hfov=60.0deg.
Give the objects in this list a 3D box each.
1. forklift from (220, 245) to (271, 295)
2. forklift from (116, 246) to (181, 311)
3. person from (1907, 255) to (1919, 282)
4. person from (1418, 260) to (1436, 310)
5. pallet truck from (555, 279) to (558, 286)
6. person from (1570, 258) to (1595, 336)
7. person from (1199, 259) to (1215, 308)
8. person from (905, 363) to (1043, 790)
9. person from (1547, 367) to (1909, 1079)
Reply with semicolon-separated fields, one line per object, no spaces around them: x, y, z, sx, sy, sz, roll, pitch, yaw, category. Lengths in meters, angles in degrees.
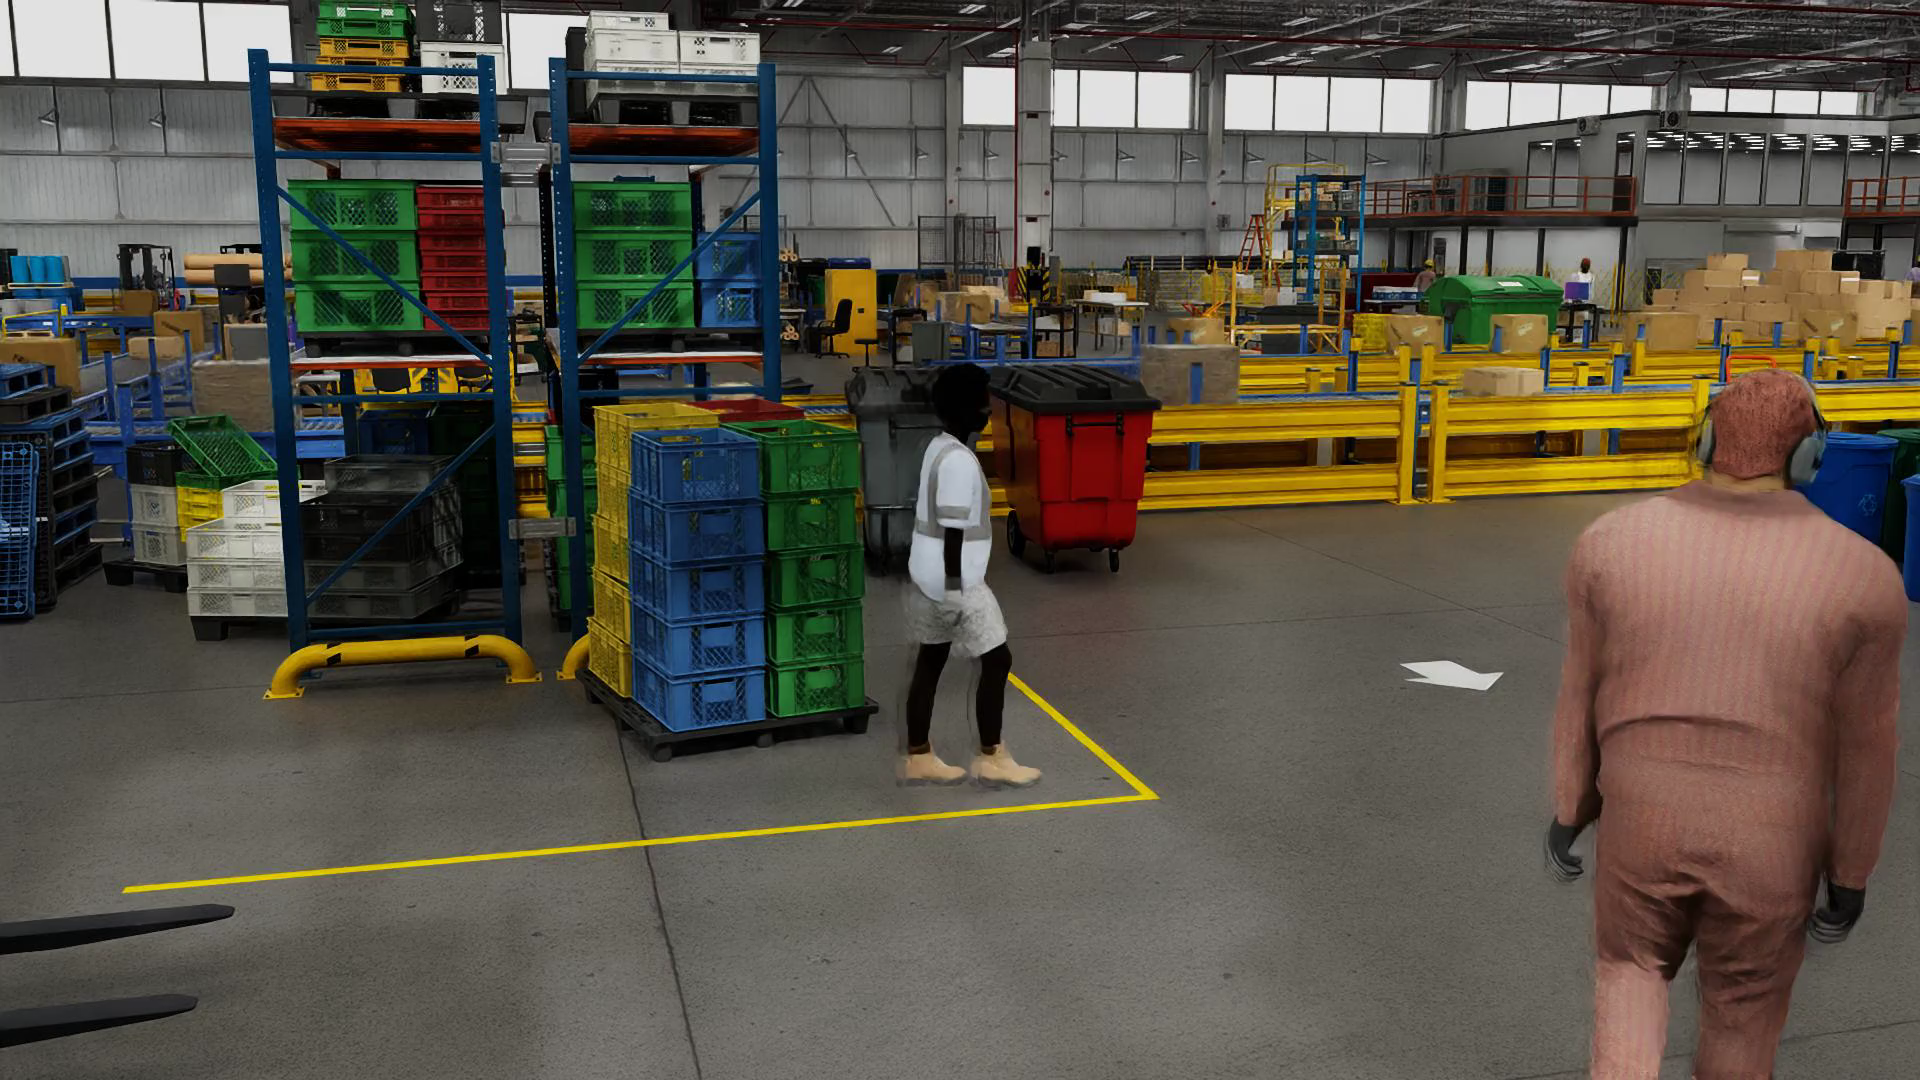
-17.749;-6.334;41.440;1.157;1.987;2.680;-3;10;-17;forklift
-19.966;-6.232;40.894;1.157;1.987;2.680;-3;10;-15;forklift
24.420;-6.301;42.331;0.594;1.925;0.369;4;11;20;person
12.702;-6.727;45.203;0.532;1.768;0.311;9;13;40;person
-10.604;-6.375;44.520;0.653;1.274;1.630;-3;10;-15;pallet truck
13.727;-5.293;36.792;0.597;1.869;0.595;-2;10;-11;person
5.230;-5.012;35.244;0.336;1.860;0.498;1;10;7;person
0.077;0.151;6.476;0.656;1.671;0.557;-2;10;-11;person
1.534;0.593;3.408;0.657;1.884;0.526;6;12;31;person
